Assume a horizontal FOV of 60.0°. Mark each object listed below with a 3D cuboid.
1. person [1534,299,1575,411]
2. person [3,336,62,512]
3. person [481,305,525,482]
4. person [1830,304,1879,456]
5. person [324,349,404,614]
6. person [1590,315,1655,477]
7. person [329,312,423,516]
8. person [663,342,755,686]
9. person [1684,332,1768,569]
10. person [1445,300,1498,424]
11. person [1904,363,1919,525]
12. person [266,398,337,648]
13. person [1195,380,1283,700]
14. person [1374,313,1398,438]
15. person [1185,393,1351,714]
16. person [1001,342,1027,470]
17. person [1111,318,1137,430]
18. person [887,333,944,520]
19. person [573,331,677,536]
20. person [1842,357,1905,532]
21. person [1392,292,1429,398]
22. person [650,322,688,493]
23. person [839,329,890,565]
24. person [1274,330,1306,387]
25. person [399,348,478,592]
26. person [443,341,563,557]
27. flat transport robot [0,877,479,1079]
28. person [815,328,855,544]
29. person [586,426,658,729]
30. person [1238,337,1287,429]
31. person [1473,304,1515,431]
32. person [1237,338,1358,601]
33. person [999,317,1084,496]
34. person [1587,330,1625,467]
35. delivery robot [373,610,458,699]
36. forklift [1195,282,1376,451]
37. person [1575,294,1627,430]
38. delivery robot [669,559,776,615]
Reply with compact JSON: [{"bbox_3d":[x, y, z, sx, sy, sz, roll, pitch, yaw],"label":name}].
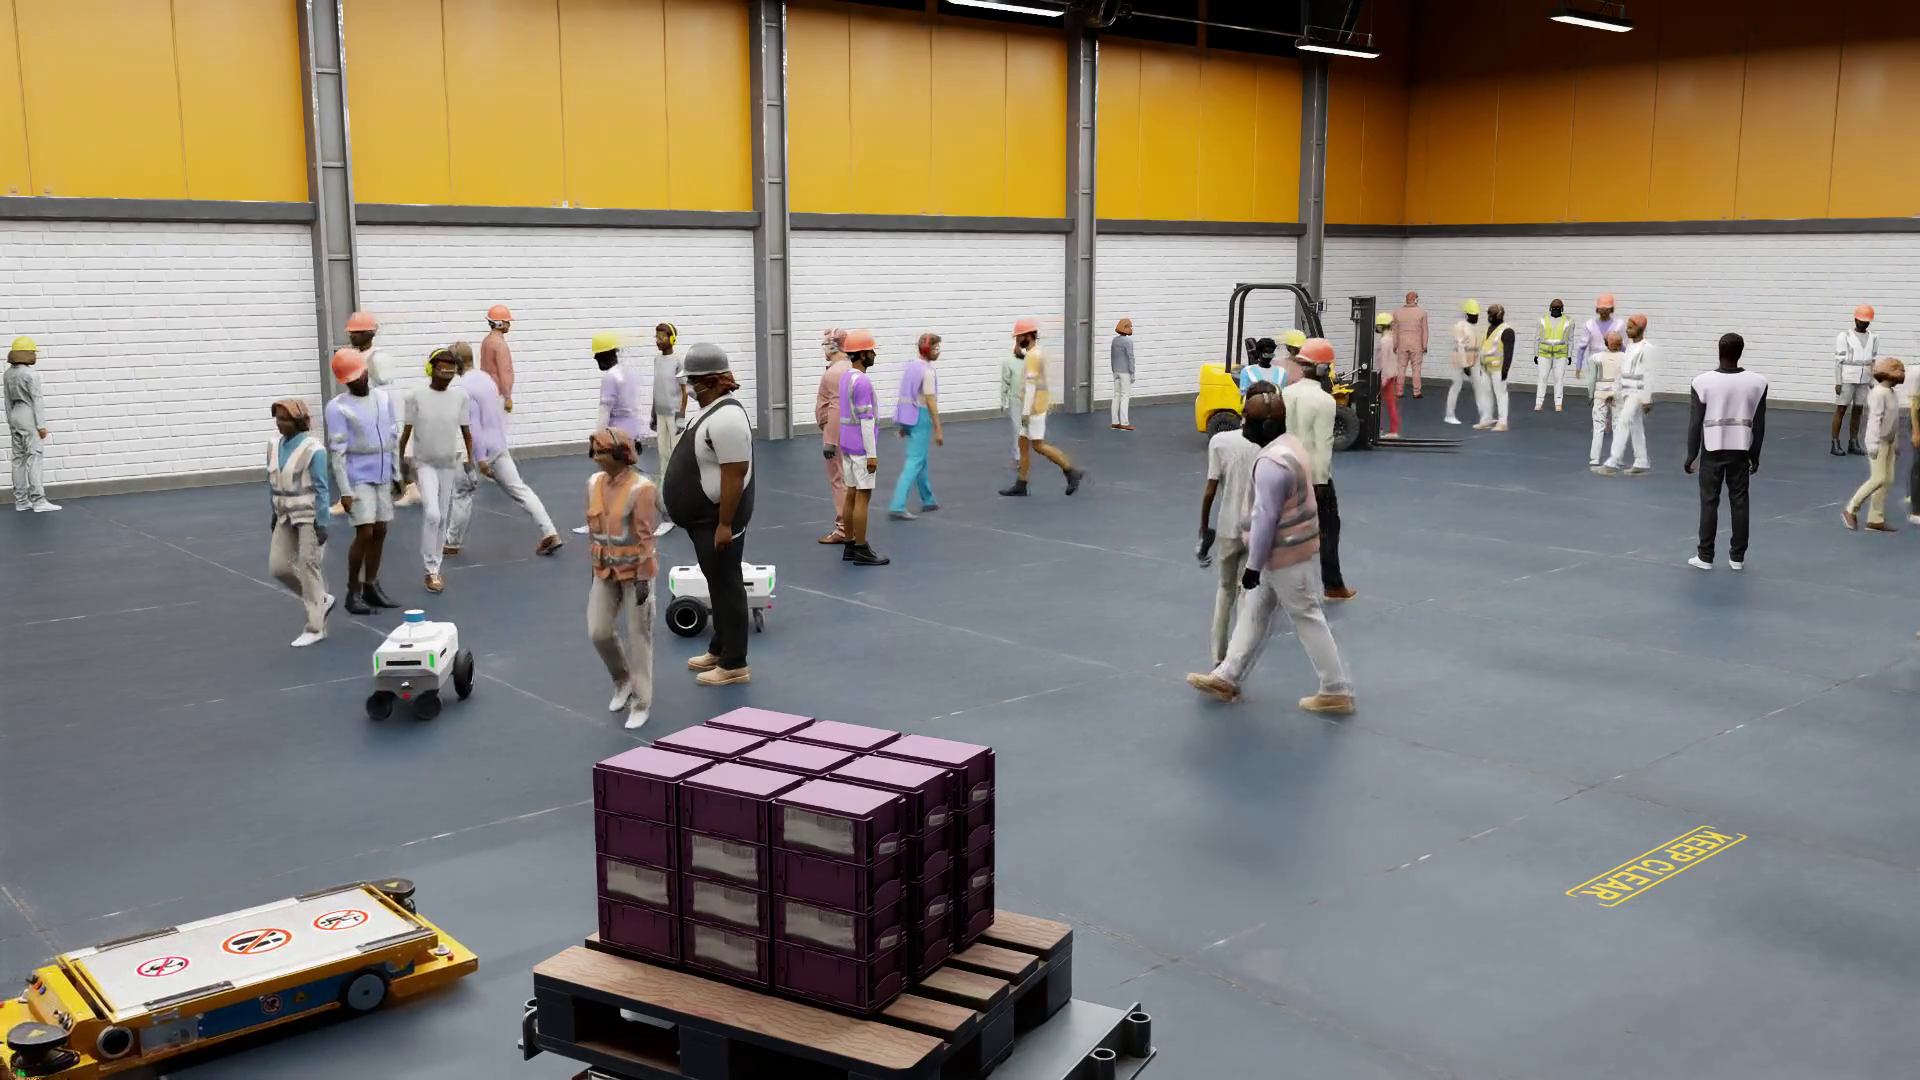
[{"bbox_3d":[9.711,-3.022,27.230,0.621,1.840,0.429,4,10,22],"label":"person"},{"bbox_3d":[-9.267,-1.150,16.552,0.488,1.741,0.316,5,11,25],"label":"person"},{"bbox_3d":[-5.145,-1.630,18.618,0.395,1.993,0.614,-7,12,-34],"label":"person"},{"bbox_3d":[11.390,-2.028,21.135,0.550,1.931,0.383,-1,10,-4],"label":"person"},{"bbox_3d":[-4.238,-0.416,11.862,0.360,1.897,0.583,5,11,25],"label":"person"},{"bbox_3d":[7.643,-1.653,19.159,0.709,1.864,0.590,1,10,4],"label":"person"},{"bbox_3d":[-5.830,-1.256,16.474,1.047,1.997,0.617,-7,12,-35],"label":"person"},{"bbox_3d":[-1.494,-0.163,9.894,0.536,2.000,0.688,-3,10,-15],"label":"person"},{"bbox_3d":[6.188,-0.712,13.462,0.588,1.920,0.398,2,10,9],"label":"person"},{"bbox_3d":[7.656,-2.638,24.882,0.596,1.871,0.905,-6,11,-32],"label":"person"},{"bbox_3d":[9.134,-1.043,15.663,0.518,1.831,0.386,-3,10,-17],"label":"person"},{"bbox_3d":[-4.284,-0.123,10.850,0.545,1.624,0.411,5,11,27],"label":"person"},{"bbox_3d":[1.675,-0.023,9.724,0.553,1.819,0.869,3,10,16],"label":"person"},{"bbox_3d":[5.757,-2.261,23.018,0.742,1.737,0.555,5,11,25],"label":"person"},{"bbox_3d":[1.754,0.078,9.249,0.948,1.785,0.646,2,10,14],"label":"person"},{"bbox_3d":[0.772,-1.617,19.682,0.526,1.589,0.816,-2,10,-10],"label":"person"},{"bbox_3d":[2.387,-2.415,24.269,0.273,1.632,0.507,-5,11,-29],"label":"person"},{"bbox_3d":[-0.420,-1.102,16.159,0.836,1.799,0.662,-6,11,-30],"label":"person"},{"bbox_3d":[-3.016,-0.955,15.049,0.989,1.877,0.599,0,10,-1],"label":"person"},{"bbox_3d":[8.465,-0.877,15.342,0.559,1.610,0.451,-9,13,-42],"label":"person"},{"bbox_3d":[8.053,-3.479,29.723,0.639,1.902,0.406,5,11,29],"label":"person"},{"bbox_3d":[-2.959,-1.255,16.819,0.512,1.862,0.328,8,12,39],"label":"person"},{"bbox_3d":[-0.807,-0.761,13.685,0.347,1.943,0.545,-4,11,-23],"label":"person"},{"bbox_3d":[3.599,-1.384,17.922,0.518,1.740,0.538,-7,12,-36],"label":"person"},{"bbox_3d":[-3.943,-0.528,12.602,0.553,1.841,0.667,-8,12,-38],"label":"person"},{"bbox_3d":[-3.914,-0.748,13.942,1.179,1.851,0.653,2,10,10],"label":"person"},{"bbox_3d":[-2.431,1.459,5.574,1.431,0.197,0.652,-8,13,-40],"label":"flat transport robot"},{"bbox_3d":[-1.078,-0.916,14.703,0.404,1.904,0.651,2,10,14],"label":"person"},{"bbox_3d":[-1.832,0.201,8.989,0.505,1.630,0.372,4,11,24],"label":"person"},{"bbox_3d":[3.159,-1.265,17.361,0.532,1.694,0.319,-2,10,-12],"label":"person"},{"bbox_3d":[7.768,-2.505,24.196,0.429,1.842,0.632,-3,10,-17],"label":"person"},{"bbox_3d":[2.458,-0.490,12.077,0.971,1.959,0.621,-5,11,-28],"label":"person"},{"bbox_3d":[0.870,-1.381,17.461,0.839,1.902,0.607,1,10,5],"label":"person"},{"bbox_3d":[7.838,-1.701,20.058,0.520,1.645,0.307,3,10,18],"label":"person"},{"bbox_3d":[-3.037,0.634,9.298,0.477,0.478,0.707,-1,10,-7],"label":"delivery robot"},{"bbox_3d":[4.328,-2.346,22.227,2.313,2.155,1.214,3,10,16],"label":"forklift"},{"bbox_3d":[9.027,-2.453,23.447,0.640,1.983,1.055,5,11,28],"label":"person"},{"bbox_3d":[-1.601,0.297,11.268,0.707,0.478,0.477,-1,10,-4],"label":"delivery robot"}]
